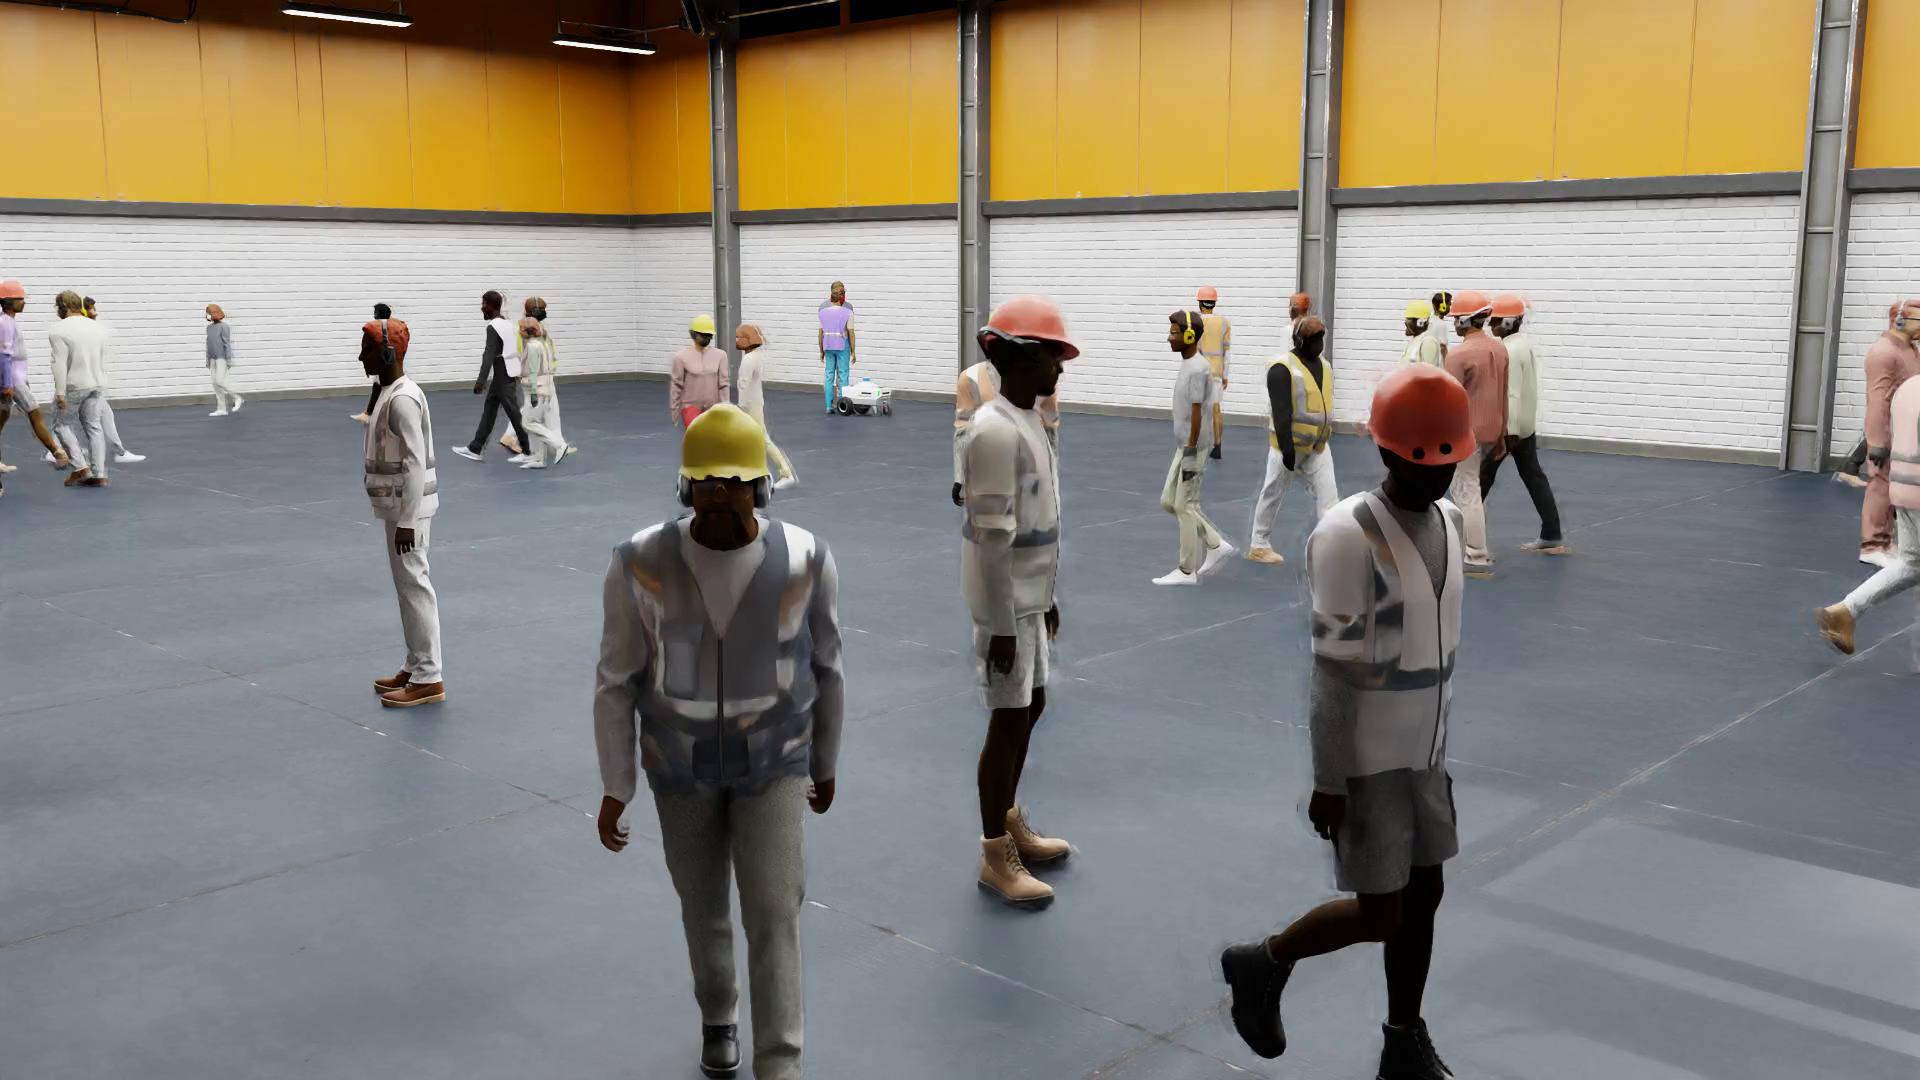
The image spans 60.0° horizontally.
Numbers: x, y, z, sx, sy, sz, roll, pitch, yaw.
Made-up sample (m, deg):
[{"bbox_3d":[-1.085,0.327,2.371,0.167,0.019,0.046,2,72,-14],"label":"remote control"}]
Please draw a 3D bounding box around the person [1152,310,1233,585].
[{"bbox_3d":[1.557,-0.604,11.112,0.449,1.856,0.509,0,9,-3],"label":"person"}]

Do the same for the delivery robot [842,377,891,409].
[{"bbox_3d":[-1.350,-2.101,23.951,0.707,0.478,0.477,6,11,32],"label":"delivery robot"}]

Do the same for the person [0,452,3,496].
[{"bbox_3d":[-9.148,-1.373,15.469,0.373,1.962,0.607,-4,10,-21],"label":"person"}]

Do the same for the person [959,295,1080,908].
[{"bbox_3d":[0.185,0.207,5.611,0.377,2.021,0.652,3,10,15],"label":"person"}]

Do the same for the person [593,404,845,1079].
[{"bbox_3d":[-0.585,0.567,4.090,0.604,1.790,0.892,-1,9,-4],"label":"person"}]

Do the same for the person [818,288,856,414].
[{"bbox_3d":[-1.794,-2.741,24.213,0.569,1.843,0.374,3,10,20],"label":"person"}]

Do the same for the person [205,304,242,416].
[{"bbox_3d":[-10.699,-2.599,24.031,0.517,1.616,0.398,6,11,33],"label":"person"}]

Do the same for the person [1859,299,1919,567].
[{"bbox_3d":[6.714,-0.769,11.942,0.408,1.906,0.662,9,13,44],"label":"person"}]

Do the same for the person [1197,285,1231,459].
[{"bbox_3d":[2.734,-1.860,18.533,0.551,1.936,0.356,-3,10,-15],"label":"person"}]

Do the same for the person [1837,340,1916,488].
[{"bbox_3d":[8.898,-1.342,15.824,1.003,1.796,0.524,9,13,43],"label":"person"}]

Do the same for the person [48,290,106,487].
[{"bbox_3d":[-8.542,-1.455,16.108,0.488,1.918,0.658,4,10,21],"label":"person"}]

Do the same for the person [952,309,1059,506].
[{"bbox_3d":[0.261,-0.388,9.621,0.603,1.905,0.712,1,9,9],"label":"person"}]

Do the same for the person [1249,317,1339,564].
[{"bbox_3d":[2.440,-0.672,11.740,0.626,1.783,0.978,-7,12,-37],"label":"person"}]

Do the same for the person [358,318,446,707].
[{"bbox_3d":[-2.720,-0.133,8.108,0.337,1.882,0.585,-4,10,-23],"label":"person"}]

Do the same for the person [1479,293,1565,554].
[{"bbox_3d":[4.051,-0.863,12.426,1.078,1.931,0.629,6,11,32],"label":"person"}]

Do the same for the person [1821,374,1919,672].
[{"bbox_3d":[4.990,-0.199,8.684,0.664,1.830,0.624,1,9,4],"label":"person"}]

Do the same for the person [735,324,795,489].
[{"bbox_3d":[-1.986,-1.274,15.992,0.839,1.593,0.511,0,9,-1],"label":"person"}]

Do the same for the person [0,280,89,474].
[{"bbox_3d":[-9.698,-1.680,17.252,1.011,1.991,0.634,-6,11,-33],"label":"person"}]

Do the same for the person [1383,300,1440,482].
[{"bbox_3d":[4.529,-1.420,16.192,0.645,1.818,0.597,0,9,-2],"label":"person"}]

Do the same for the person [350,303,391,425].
[{"bbox_3d":[-7.820,-2.369,22.505,0.858,1.642,0.549,-5,10,-28],"label":"person"}]

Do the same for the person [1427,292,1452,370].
[{"bbox_3d":[5.578,-1.950,19.337,0.376,1.855,0.527,0,9,3],"label":"person"}]

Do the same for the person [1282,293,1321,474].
[{"bbox_3d":[3.493,-1.589,17.090,0.593,1.873,0.421,-6,11,-31],"label":"person"}]

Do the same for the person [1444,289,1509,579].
[{"bbox_3d":[3.494,-0.725,11.444,0.643,1.974,0.526,-8,12,-39],"label":"person"}]

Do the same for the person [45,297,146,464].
[{"bbox_3d":[-9.495,-1.721,18.052,0.967,1.827,0.538,-6,11,-31],"label":"person"}]

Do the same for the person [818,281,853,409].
[{"bbox_3d":[-1.859,-2.967,25.315,0.372,1.940,0.631,9,13,44],"label":"person"}]

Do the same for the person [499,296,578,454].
[{"bbox_3d":[-4.862,-1.870,18.990,0.835,1.815,0.636,-5,10,-28],"label":"person"}]

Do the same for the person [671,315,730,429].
[{"bbox_3d":[-2.412,-1.223,15.330,0.523,1.714,0.912,-5,11,-30],"label":"person"}]

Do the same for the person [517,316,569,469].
[{"bbox_3d":[-4.429,-1.544,17.524,0.441,1.620,0.536,-2,9,-10],"label":"person"}]

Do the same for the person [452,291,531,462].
[{"bbox_3d":[-5.120,-1.771,18.169,0.975,1.867,0.616,-1,9,-4],"label":"person"}]

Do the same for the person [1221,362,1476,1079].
[{"bbox_3d":[0.999,0.502,4.144,0.583,1.906,0.602,-8,13,-42],"label":"person"}]
